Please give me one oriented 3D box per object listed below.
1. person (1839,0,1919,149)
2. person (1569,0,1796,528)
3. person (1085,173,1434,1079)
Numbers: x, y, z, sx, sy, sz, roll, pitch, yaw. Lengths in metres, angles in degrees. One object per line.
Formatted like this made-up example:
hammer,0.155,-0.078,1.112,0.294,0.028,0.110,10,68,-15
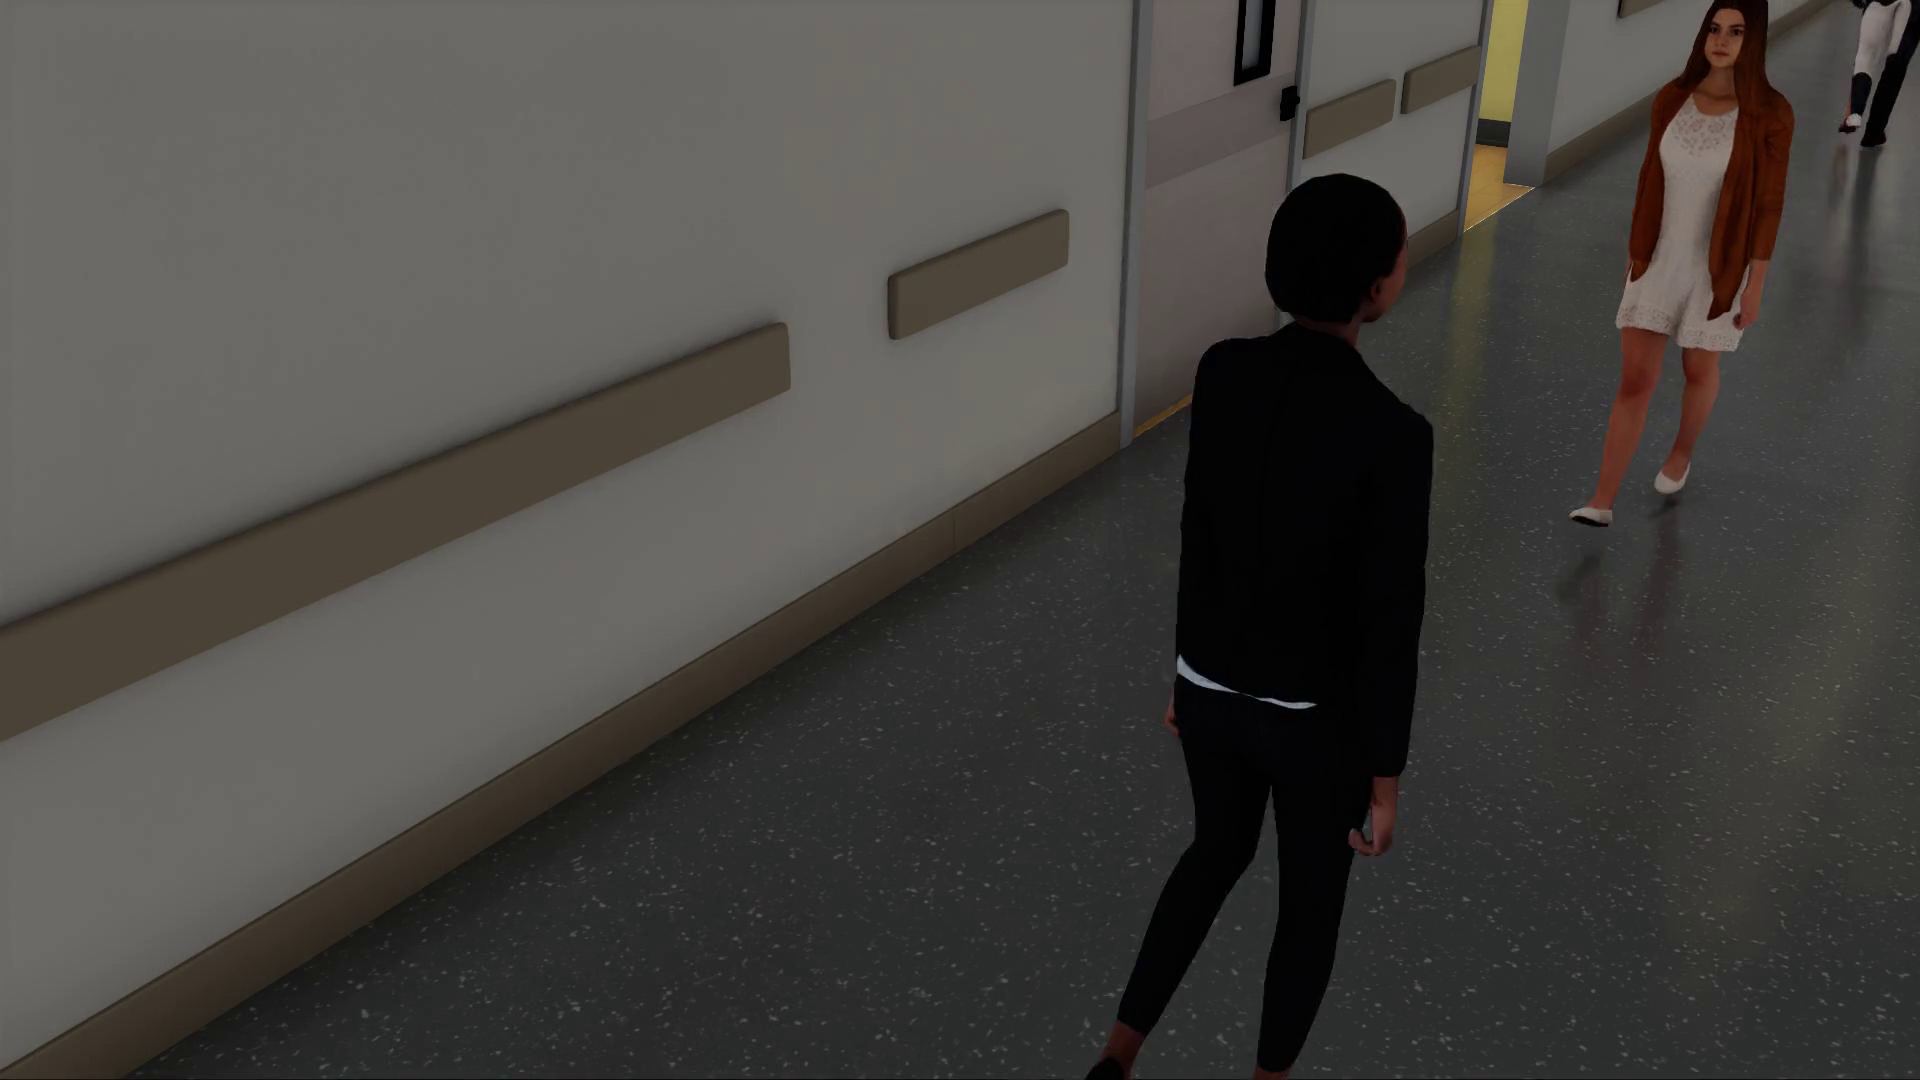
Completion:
person,5.791,-3.365,10.245,0.564,1.883,0.783,18,31,33
person,2.367,-0.870,5.315,1.043,1.670,0.751,20,32,35
person,0.437,0.346,2.618,0.750,1.822,0.781,-23,34,-39
